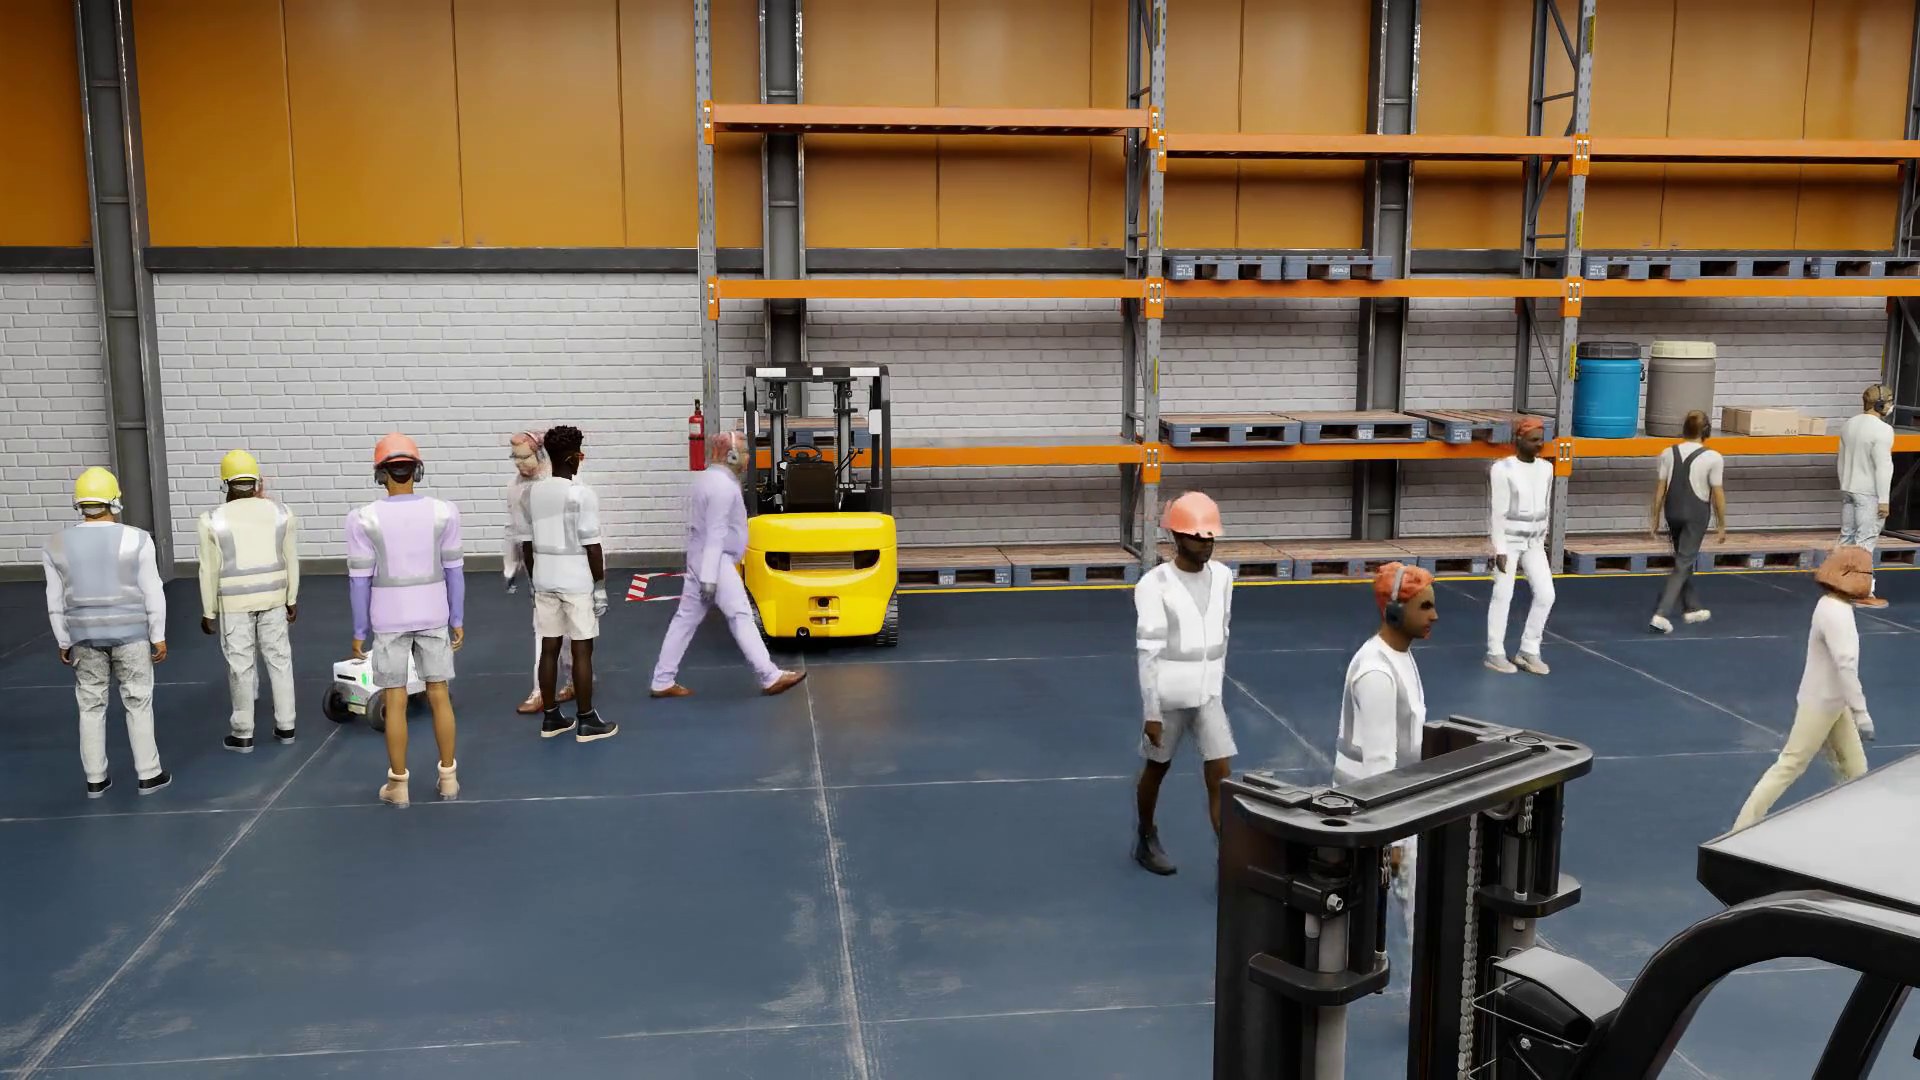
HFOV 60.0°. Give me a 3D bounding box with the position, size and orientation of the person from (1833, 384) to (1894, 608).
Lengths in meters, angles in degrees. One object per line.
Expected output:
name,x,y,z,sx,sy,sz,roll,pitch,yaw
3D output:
person,7.858,-0.385,14.444,0.366,1.938,0.630,0,9,-3

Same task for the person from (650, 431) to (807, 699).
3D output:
person,-1.622,0.178,11.298,1.061,1.829,0.657,-3,10,-20

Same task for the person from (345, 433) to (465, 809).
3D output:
person,-2.996,0.437,9.021,0.605,2.034,0.387,-5,10,-29

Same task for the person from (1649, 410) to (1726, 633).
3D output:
person,5.882,-0.156,13.472,0.974,1.802,0.535,-7,11,-36

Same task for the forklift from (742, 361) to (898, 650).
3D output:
forklift,-1.154,-0.340,13.365,1.214,2.155,2.313,-1,9,-7

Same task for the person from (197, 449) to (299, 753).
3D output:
person,-4.307,0.367,10.076,0.588,1.835,0.403,-9,12,-43

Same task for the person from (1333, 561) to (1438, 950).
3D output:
person,1.547,0.984,6.237,1.001,1.838,0.597,4,10,24

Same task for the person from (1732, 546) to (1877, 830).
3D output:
person,4.230,0.811,8.081,0.872,1.586,0.512,5,10,28

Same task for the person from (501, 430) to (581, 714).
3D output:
person,-2.790,0.203,11.007,0.667,1.858,0.802,7,12,38

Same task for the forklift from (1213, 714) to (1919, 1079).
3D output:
forklift,1.441,1.425,2.350,1.214,2.155,2.313,-7,12,-39

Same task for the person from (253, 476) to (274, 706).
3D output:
person,-4.667,0.323,11.028,0.523,1.614,0.690,-5,11,-30

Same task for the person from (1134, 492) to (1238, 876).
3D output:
person,1.081,0.723,7.693,0.566,1.880,0.995,-5,10,-27

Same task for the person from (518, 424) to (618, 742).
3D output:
person,-2.431,0.266,10.291,0.603,1.967,0.366,5,10,27

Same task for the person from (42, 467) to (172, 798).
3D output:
person,-4.680,0.510,9.171,0.590,1.837,0.403,-2,9,-11

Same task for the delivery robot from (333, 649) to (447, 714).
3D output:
delivery robot,-3.674,0.848,10.758,0.477,0.478,0.707,6,11,31

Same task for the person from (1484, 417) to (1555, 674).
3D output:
person,4.042,0.056,11.931,0.589,1.865,0.603,-3,10,-20
